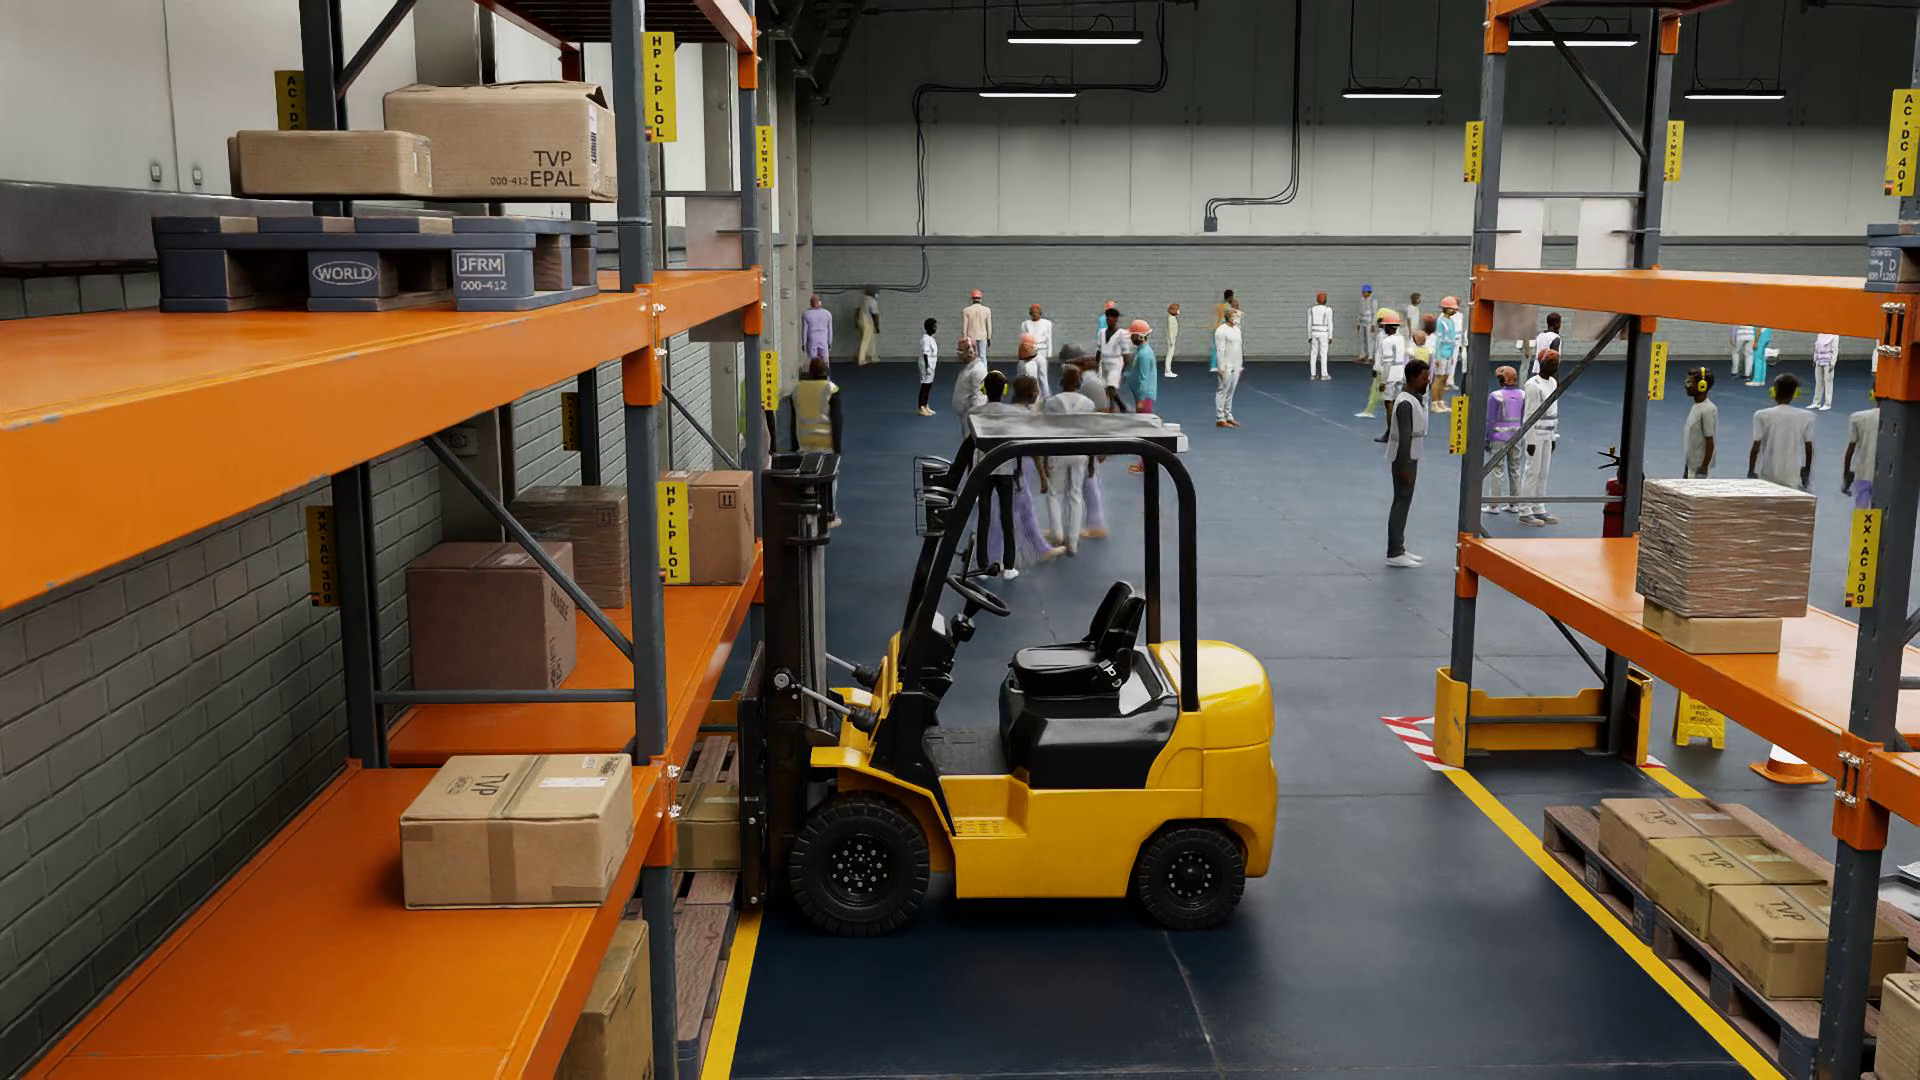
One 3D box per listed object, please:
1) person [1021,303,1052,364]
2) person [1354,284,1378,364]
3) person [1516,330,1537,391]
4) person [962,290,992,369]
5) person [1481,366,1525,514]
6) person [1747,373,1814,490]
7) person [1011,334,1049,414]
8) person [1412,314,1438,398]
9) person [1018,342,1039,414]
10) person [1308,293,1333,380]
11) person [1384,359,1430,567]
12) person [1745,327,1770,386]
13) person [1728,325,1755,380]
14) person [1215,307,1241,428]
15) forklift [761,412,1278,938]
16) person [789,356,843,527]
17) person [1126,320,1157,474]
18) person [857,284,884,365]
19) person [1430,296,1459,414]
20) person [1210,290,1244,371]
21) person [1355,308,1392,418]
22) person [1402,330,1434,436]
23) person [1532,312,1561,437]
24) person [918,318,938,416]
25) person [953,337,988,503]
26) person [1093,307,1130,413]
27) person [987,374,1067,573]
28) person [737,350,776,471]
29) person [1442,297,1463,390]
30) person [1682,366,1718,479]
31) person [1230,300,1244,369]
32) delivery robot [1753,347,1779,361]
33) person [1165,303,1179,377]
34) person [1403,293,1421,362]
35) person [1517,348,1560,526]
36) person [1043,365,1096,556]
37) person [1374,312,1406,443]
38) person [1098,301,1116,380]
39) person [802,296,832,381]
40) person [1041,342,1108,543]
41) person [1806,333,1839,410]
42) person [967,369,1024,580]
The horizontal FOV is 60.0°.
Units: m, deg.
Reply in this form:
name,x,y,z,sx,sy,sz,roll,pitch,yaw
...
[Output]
name,x,y,z,sx,sy,sz,roll,pitch,yaw
person,1.400,-3.415,30.530,0.591,1.863,0.660,1,10,7
person,9.972,-5.296,40.819,0.403,1.945,0.614,-5,11,-27
person,10.998,-3.711,32.275,0.387,1.846,0.566,4,11,19
person,0.344,-4.223,34.717,0.625,1.990,0.389,-2,10,-9
person,5.995,-1.094,18.304,0.513,1.633,0.311,-4,11,-21
person,7.295,-0.568,14.825,0.532,1.818,0.961,4,11,20
person,0.983,-2.032,23.297,0.782,1.715,0.577,-6,12,-31
person,7.279,-2.624,26.226,0.593,1.857,0.503,-9,14,-41
person,0.935,-1.890,22.726,0.285,1.631,0.502,2,10,10
person,7.837,-4.428,36.168,0.573,1.883,0.357,9,13,40
person,4.128,-0.719,15.416,0.371,1.915,0.597,3,11,19
person,16.617,-4.107,34.529,0.353,1.835,0.518,10,14,43
person,17.016,-4.388,36.128,0.637,1.814,0.721,0,10,-2
person,4.339,-2.781,26.838,0.372,1.940,0.632,8,13,36
forklift,0.291,0.548,7.580,2.313,2.155,1.214,0,10,-2
person,-1.539,-0.997,17.276,0.629,1.819,0.719,5,12,28
person,2.341,-1.849,21.535,0.406,1.987,0.608,1,10,3
person,-2.156,-5.275,40.445,0.792,2.000,0.760,-4,11,-21
person,8.472,-3.221,29.001,0.391,2.040,0.615,8,13,39
person,6.162,-4.836,38.439,0.789,1.885,0.605,-4,11,-21
person,7.191,-2.960,27.991,0.964,1.888,0.600,6,12,30
person,7.027,-2.400,25.546,0.522,1.640,0.306,-2,10,-13
person,9.010,-2.530,25.527,0.397,1.911,0.588,-1,10,-5
person,-0.546,-2.965,28.584,0.328,1.687,0.532,2,10,13
person,0.112,-1.381,19.161,0.398,1.900,0.661,-2,10,-11
person,2.532,-2.832,27.132,0.822,1.940,0.615,-9,14,-41
person,0.600,-0.605,15.114,0.940,1.793,0.511,-4,11,-23
person,-2.158,-1.103,17.792,0.389,1.837,0.560,-8,13,-39
person,9.897,-3.949,33.573,0.670,1.874,0.337,-7,12,-34
person,6.672,-0.638,15.090,0.334,1.873,0.521,2,10,13
person,6.454,-4.837,39.163,0.509,1.630,0.316,-5,11,-26
delivery robot,19.256,-4.480,39.898,0.707,0.478,0.477,5,11,26
person,4.713,-4.433,36.921,0.279,1.627,0.499,2,10,12
person,10.392,-4.770,38.248,0.412,1.825,0.527,9,14,42
person,6.128,-1.082,17.552,0.368,1.879,0.580,9,14,42
person,1.045,-0.759,15.906,0.539,1.813,0.490,-2,10,-9
person,6.409,-2.416,24.803,0.378,1.938,0.547,9,14,41
person,3.136,-4.142,34.962,0.339,1.741,0.563,9,13,40
person,-2.902,-3.988,33.668,0.636,1.903,0.405,-3,11,-17
person,1.087,-1.000,16.628,0.903,2.000,0.710,-3,11,-18
person,15.395,-3.130,29.608,0.310,1.642,0.514,-2,10,-12
person,0.310,-0.576,14.735,0.513,1.877,0.328,0,10,2
